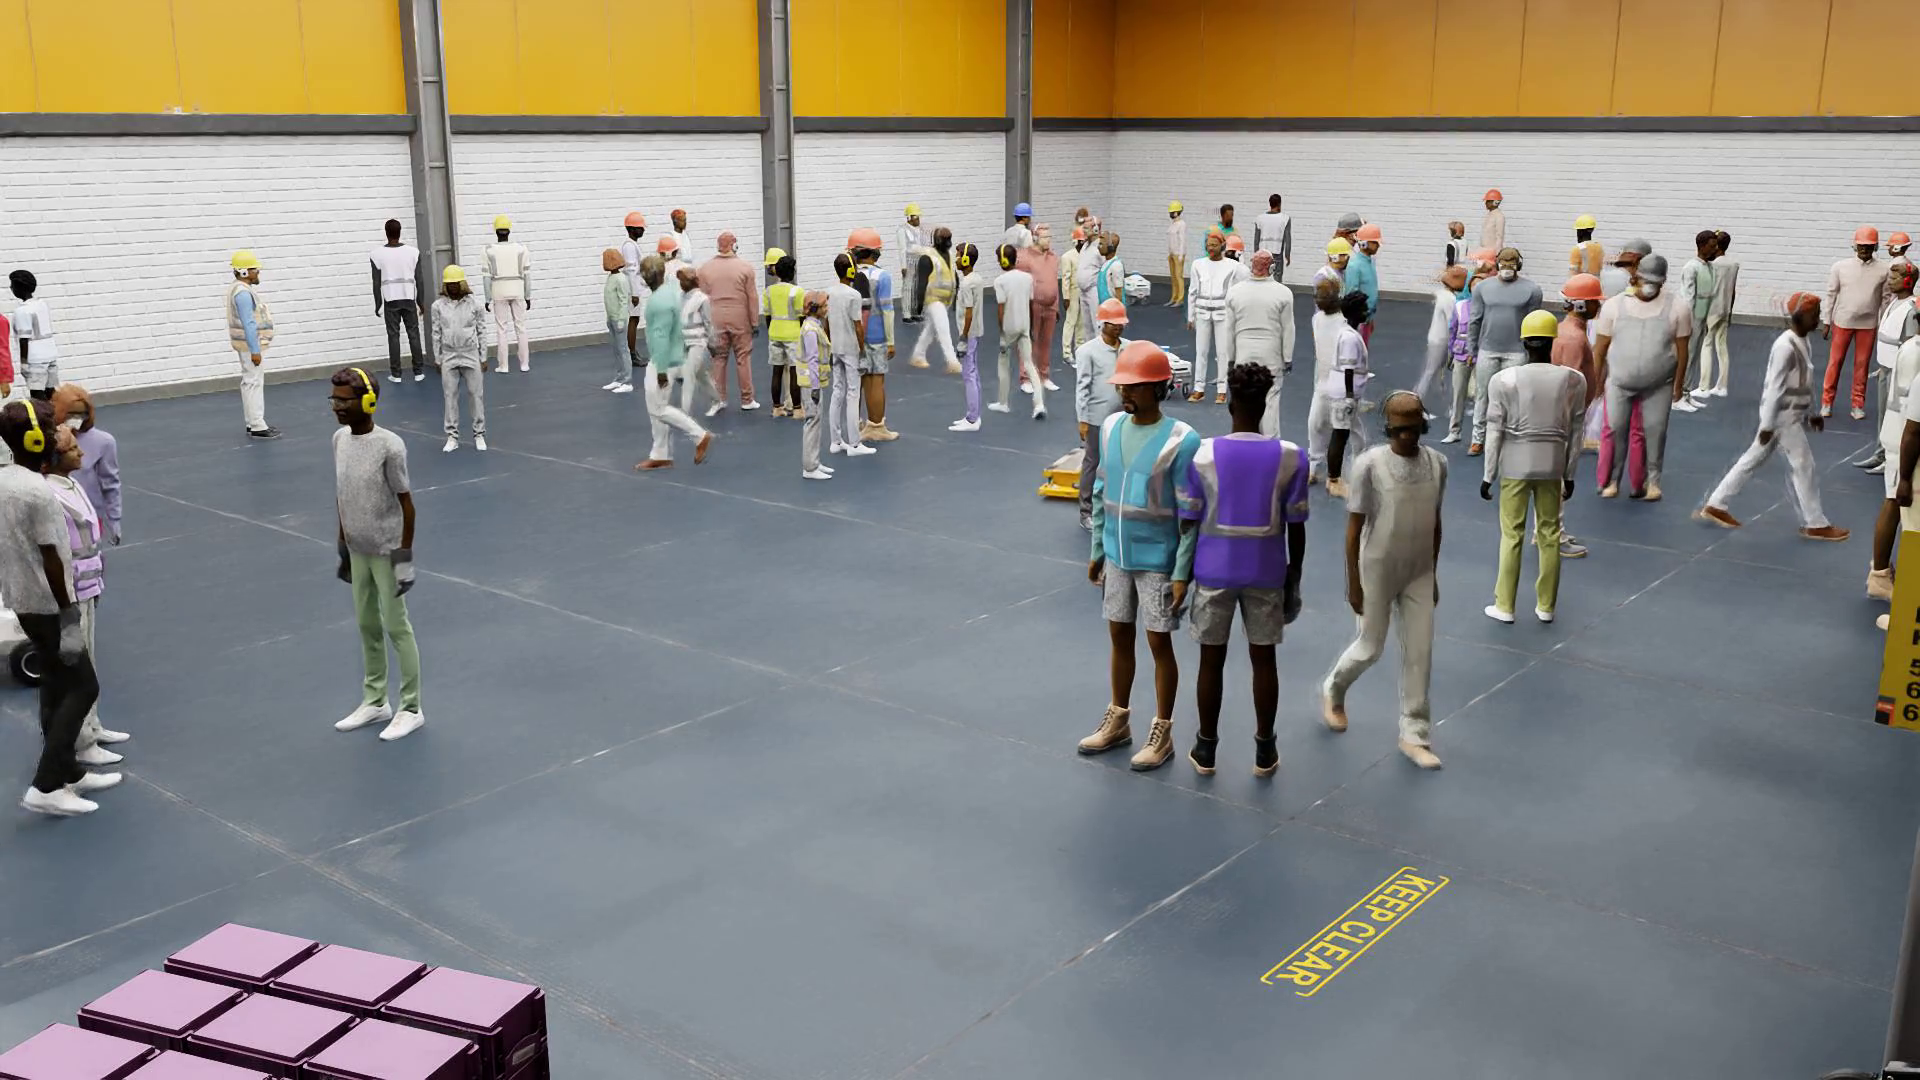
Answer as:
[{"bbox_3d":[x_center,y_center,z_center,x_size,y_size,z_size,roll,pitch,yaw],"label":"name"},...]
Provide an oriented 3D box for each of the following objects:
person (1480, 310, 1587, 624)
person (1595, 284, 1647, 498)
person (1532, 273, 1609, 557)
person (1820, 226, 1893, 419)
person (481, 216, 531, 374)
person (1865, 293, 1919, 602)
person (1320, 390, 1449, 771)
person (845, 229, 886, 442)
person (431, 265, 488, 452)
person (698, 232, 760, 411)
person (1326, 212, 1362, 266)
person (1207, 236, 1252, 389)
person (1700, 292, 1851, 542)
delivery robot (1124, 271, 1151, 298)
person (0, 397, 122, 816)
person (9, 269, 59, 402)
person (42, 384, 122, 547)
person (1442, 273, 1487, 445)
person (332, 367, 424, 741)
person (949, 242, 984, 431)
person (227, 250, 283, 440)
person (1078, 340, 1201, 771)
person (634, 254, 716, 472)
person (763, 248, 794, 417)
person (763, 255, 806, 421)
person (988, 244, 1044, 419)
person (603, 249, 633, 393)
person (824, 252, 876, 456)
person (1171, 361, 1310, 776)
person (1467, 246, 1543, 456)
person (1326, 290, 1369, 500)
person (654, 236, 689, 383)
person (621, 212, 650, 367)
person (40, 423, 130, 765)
[{"bbox_3d":[3.474,-0.433,10.143,0.588,1.923,0.383,1,14,3],"label":"person"},{"bbox_3d":[5.476,-1.225,13.638,0.523,1.763,0.329,10,17,34],"label":"person"},{"bbox_3d":[4.326,-0.889,11.818,0.389,1.996,0.612,3,14,11],"label":"person"},{"bbox_3d":[9.298,-2.251,17.261,0.625,1.992,0.389,5,15,19],"label":"person"},{"bbox_3d":[-5.561,-3.006,20.426,0.587,1.923,0.370,-7,16,-26],"label":"person"},{"bbox_3d":[6.106,-0.616,10.635,0.395,2.042,0.605,9,16,31],"label":"person"},{"bbox_3d":[2.075,0.157,8.048,0.514,1.817,0.719,-3,14,-13],"label":"person"},{"bbox_3d":[-0.923,-1.965,16.024,0.386,2.039,0.615,4,15,15],"label":"person"},{"bbox_3d":[-4.665,-1.692,15.539,0.494,1.743,0.302,-3,14,-11],"label":"person"},{"bbox_3d":[-2.442,-2.330,17.770,0.638,1.903,0.406,2,14,8],"label":"person"},{"bbox_3d":[4.424,-2.706,18.985,0.537,2.000,0.674,1,14,3],"label":"person"},{"bbox_3d":[3.139,-2.641,19.299,0.318,1.756,0.559,-7,16,-25],"label":"person"},{"bbox_3d":[6.078,-0.925,12.306,1.036,1.835,0.583,8,16,28],"label":"person"},{"bbox_3d":[2.987,-4.327,28.289,0.477,0.478,0.707,-3,14,-12],"label":"delivery robot"},{"bbox_3d":[-4.052,0.290,7.380,0.581,1.866,0.406,11,18,36],"label":"person"},{"bbox_3d":[-8.691,-1.697,15.667,0.319,1.691,0.540,-1,14,-4],"label":"person"},{"bbox_3d":[-5.010,-0.081,9.352,0.572,1.606,0.422,-9,17,-32],"label":"person"},{"bbox_3d":[4.879,-1.713,15.824,0.521,1.645,0.307,11,18,37],"label":"person"},{"bbox_3d":[-2.909,0.074,8.245,0.520,1.862,0.335,9,16,31],"label":"person"},{"bbox_3d":[0.065,-2.021,16.598,0.328,1.872,0.513,2,14,9],"label":"person"},{"bbox_3d":[-6.879,-1.897,16.177,0.404,1.832,0.598,-8,16,-29],"label":"person"},{"bbox_3d":[0.844,0.077,7.857,0.381,2.045,0.605,-14,19,-43],"label":"person"},{"bbox_3d":[-2.546,-1.537,14.556,0.616,1.921,0.637,-4,15,-14],"label":"person"},{"bbox_3d":[-1.880,-2.172,17.432,0.338,1.761,0.525,-2,14,-7],"label":"person"},{"bbox_3d":[-1.782,-2.078,17.173,0.530,1.697,0.321,9,16,31],"label":"person"},{"bbox_3d":[0.605,-2.177,17.348,0.533,1.814,1.001,-7,16,-25],"label":"person"},{"bbox_3d":[-3.934,-2.507,19.019,0.281,1.633,0.497,-8,16,-29],"label":"person"},{"bbox_3d":[-1.034,-1.713,15.366,0.508,1.872,0.329,12,19,41],"label":"person"},{"bbox_3d":[1.295,0.145,7.752,0.632,1.963,0.361,1,14,3],"label":"person"},{"bbox_3d":[4.961,-1.712,15.230,0.637,1.934,0.357,6,15,22],"label":"person"},{"bbox_3d":[3.174,-1.193,13.639,0.321,1.696,0.536,2,14,10],"label":"person"},{"bbox_3d":[-3.390,-2.697,19.574,0.458,1.733,0.621,9,17,32],"label":"person"},{"bbox_3d":[-4.089,-3.167,21.045,0.373,1.933,0.551,-2,14,-10],"label":"person"},{"bbox_3d":[-4.241,0.258,7.950,0.309,1.645,0.514,-5,15,-19],"label":"person"}]
